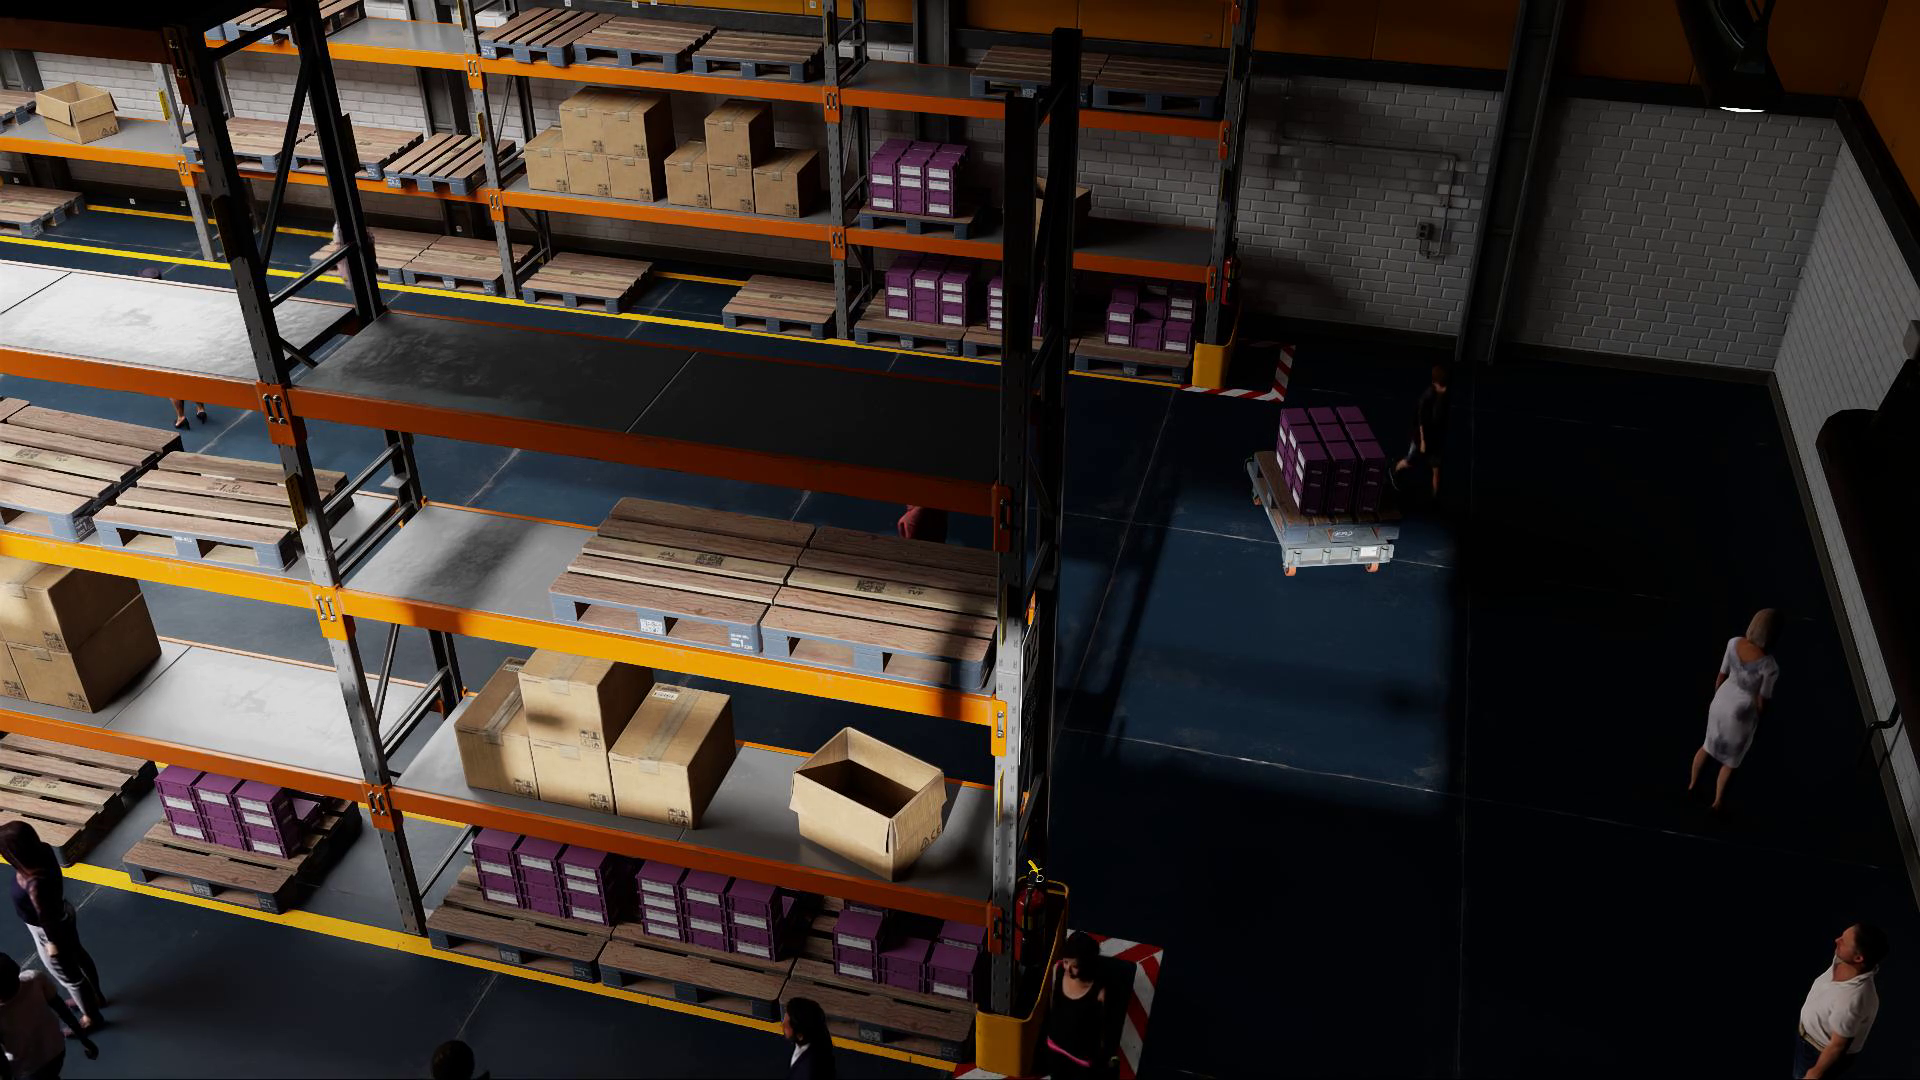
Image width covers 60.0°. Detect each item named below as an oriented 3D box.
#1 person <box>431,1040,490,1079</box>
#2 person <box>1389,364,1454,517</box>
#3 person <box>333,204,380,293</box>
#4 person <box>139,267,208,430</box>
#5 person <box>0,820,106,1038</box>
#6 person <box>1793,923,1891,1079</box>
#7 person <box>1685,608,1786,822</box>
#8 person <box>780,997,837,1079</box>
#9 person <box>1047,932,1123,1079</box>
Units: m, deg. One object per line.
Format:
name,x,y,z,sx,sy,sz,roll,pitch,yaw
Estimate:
person,-2.524,3.210,8.592,0.597,1.659,0.656,26,41,33
person,4.202,-0.961,15.087,0.987,1.416,0.977,-13,36,-19
person,-6.561,-2.976,17.951,0.641,1.601,0.640,8,34,12
person,-7.690,-1.858,16.206,0.803,1.671,0.810,-29,43,-36
person,-5.456,2.314,9.987,0.724,1.608,0.686,-13,36,-19
person,4.728,2.777,9.067,0.639,1.856,0.709,15,37,22
person,5.381,1.200,11.536,0.693,1.750,0.642,-16,37,-22
person,-0.682,3.065,8.771,0.981,1.704,0.844,-4,34,-6
person,0.703,2.760,9.382,0.850,1.536,0.802,24,41,32
